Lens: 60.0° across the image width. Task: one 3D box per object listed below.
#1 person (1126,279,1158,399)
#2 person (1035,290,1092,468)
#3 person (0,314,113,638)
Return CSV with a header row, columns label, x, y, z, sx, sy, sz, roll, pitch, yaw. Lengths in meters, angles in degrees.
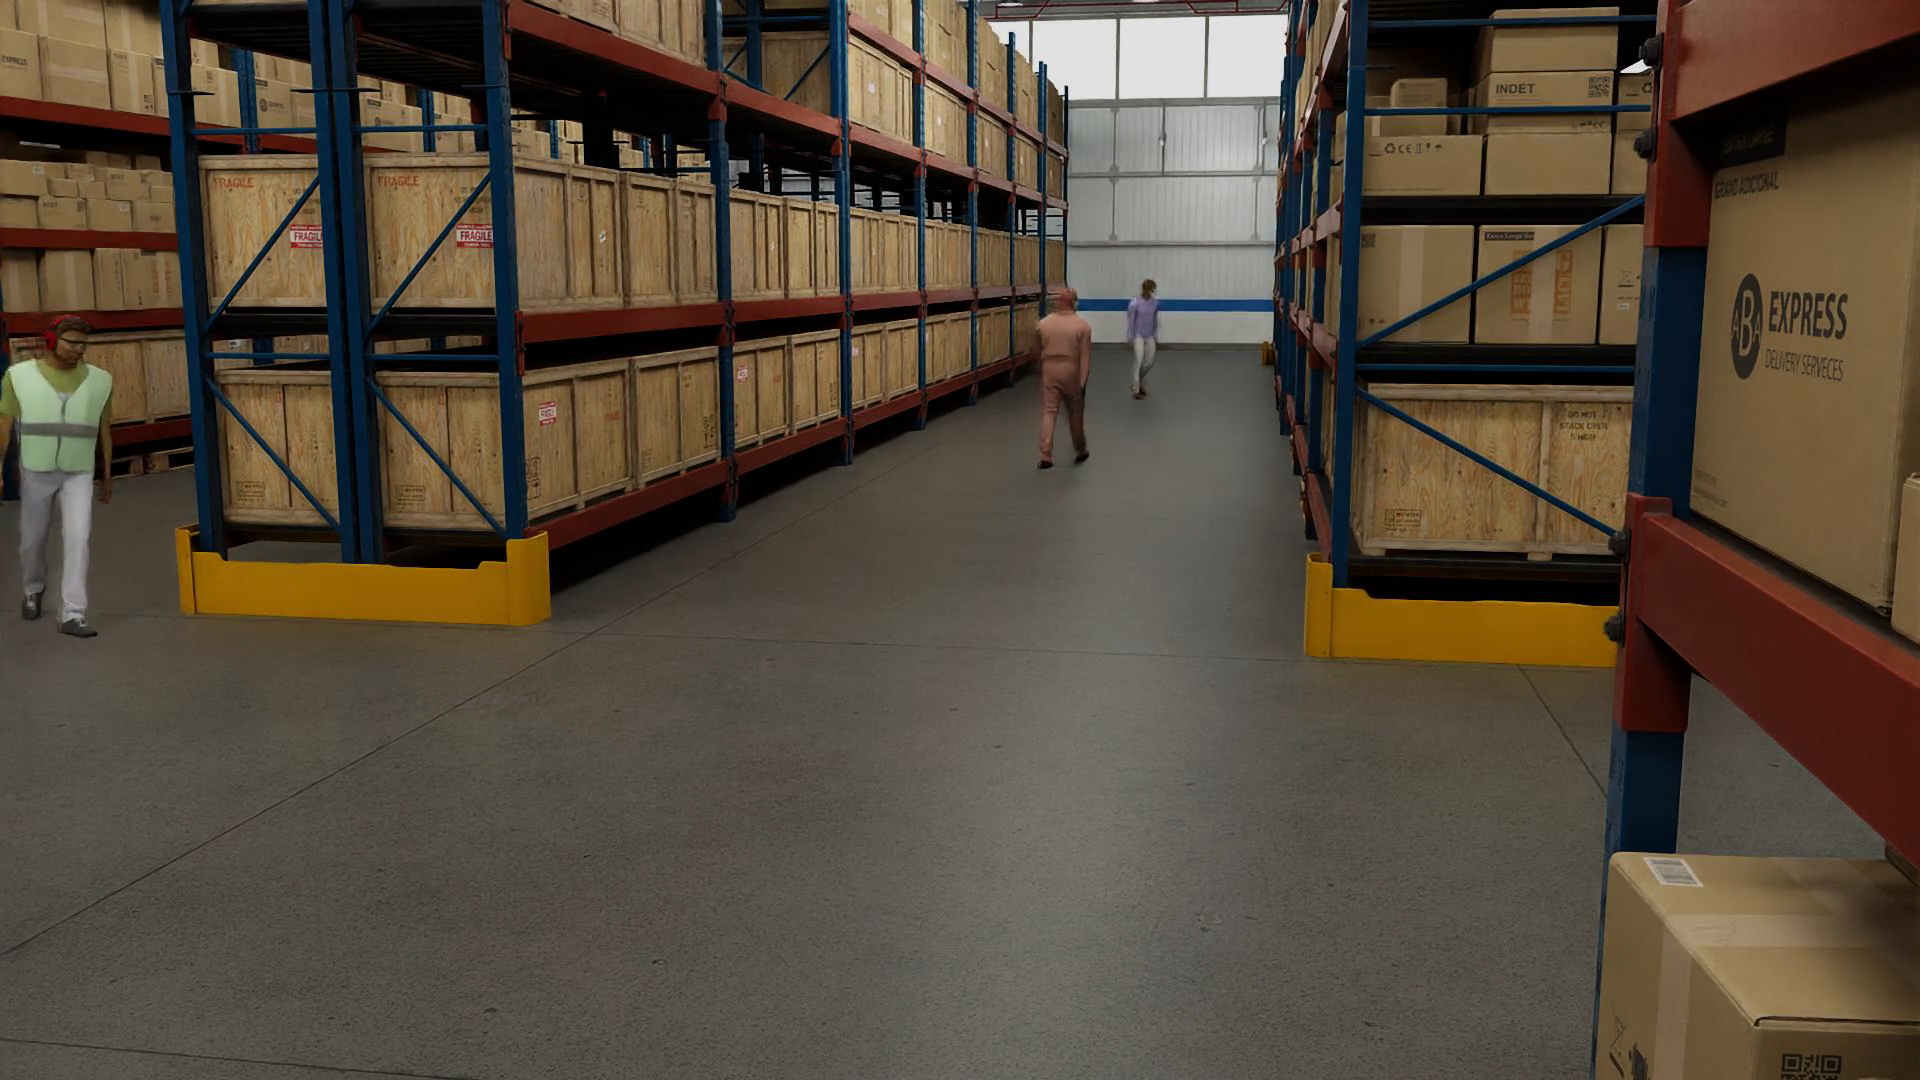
label,x,y,z,sx,sy,sz,roll,pitch,yaw
person,2.825,-3.212,26.632,0.785,1.923,0.542,-7,11,-36
person,1.077,-1.683,17.363,0.634,1.849,1.049,3,10,19
person,-5.130,-0.382,9.408,0.664,1.796,0.882,-7,12,-38
